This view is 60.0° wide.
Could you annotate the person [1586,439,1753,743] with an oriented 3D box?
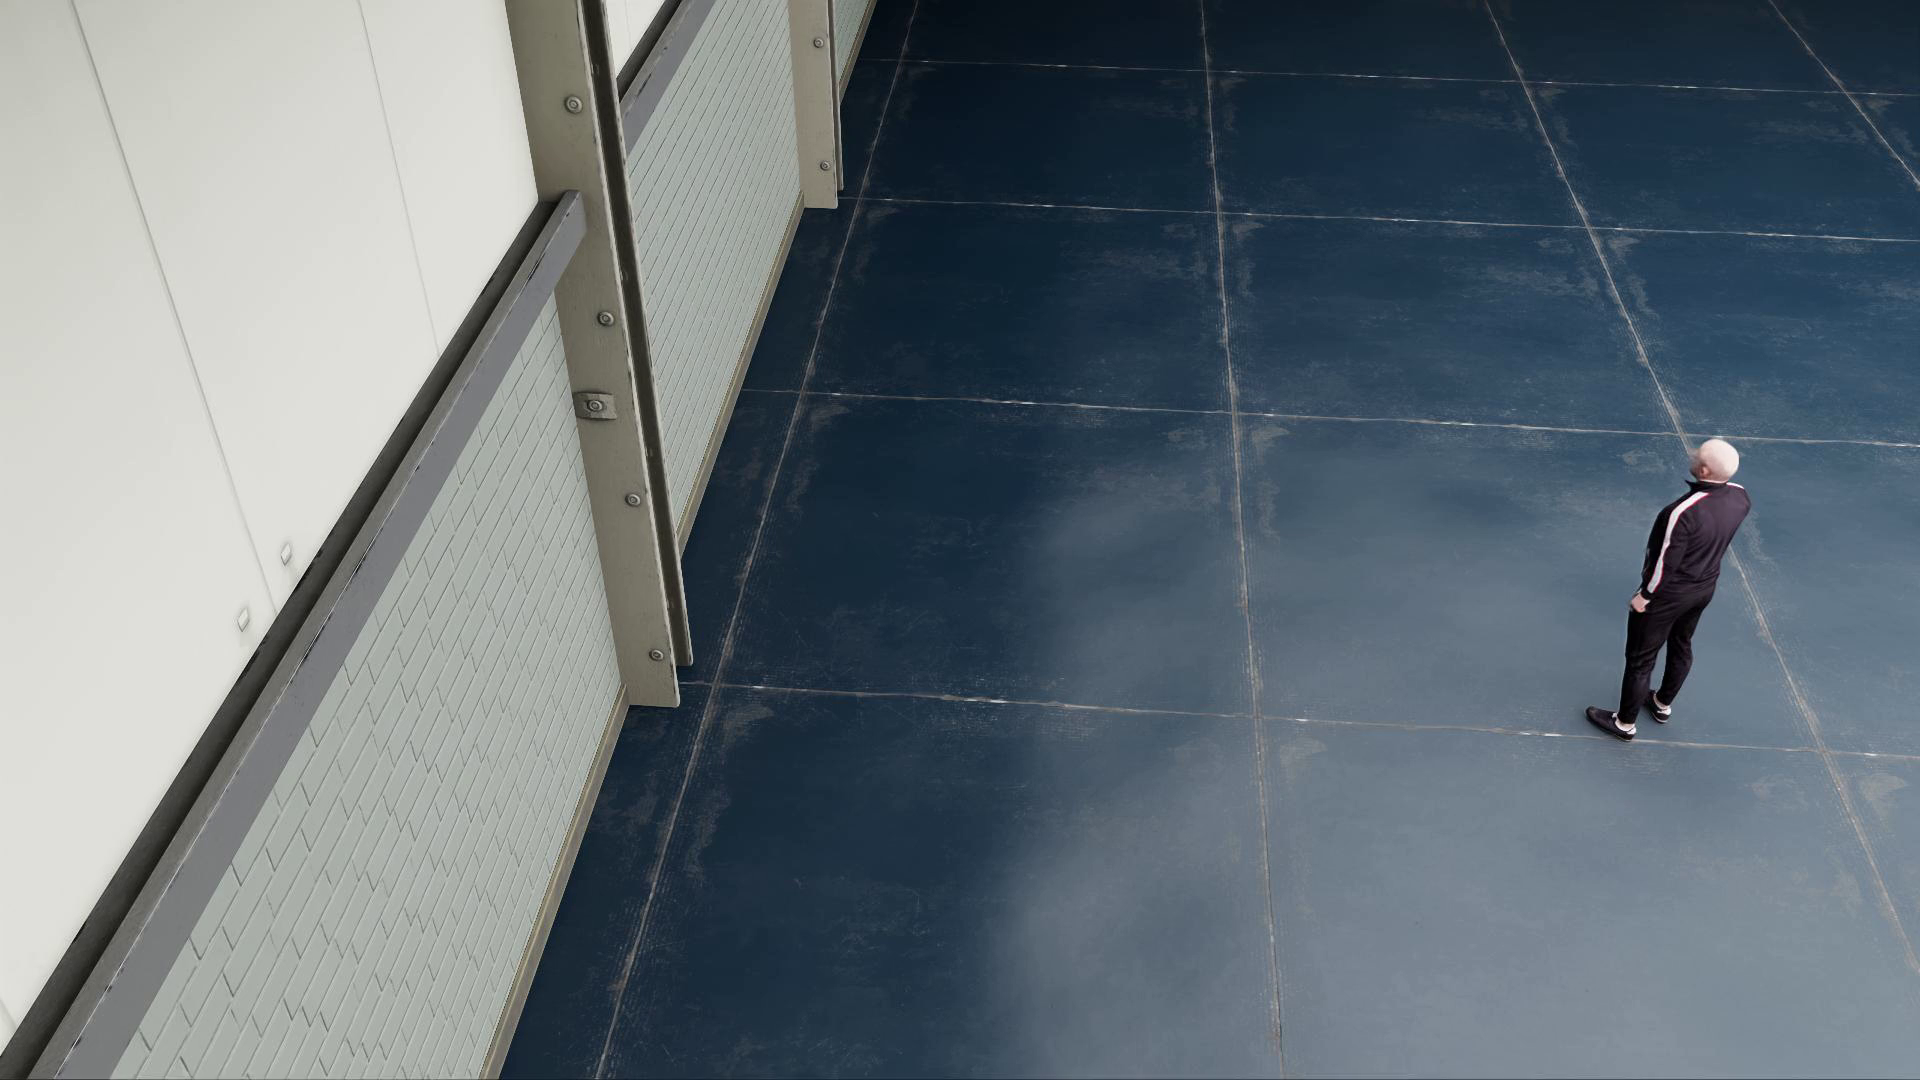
[{"bbox_3d":[3.660,0.266,8.484,0.759,1.837,0.775,-19,42,-22],"label":"person"}]
